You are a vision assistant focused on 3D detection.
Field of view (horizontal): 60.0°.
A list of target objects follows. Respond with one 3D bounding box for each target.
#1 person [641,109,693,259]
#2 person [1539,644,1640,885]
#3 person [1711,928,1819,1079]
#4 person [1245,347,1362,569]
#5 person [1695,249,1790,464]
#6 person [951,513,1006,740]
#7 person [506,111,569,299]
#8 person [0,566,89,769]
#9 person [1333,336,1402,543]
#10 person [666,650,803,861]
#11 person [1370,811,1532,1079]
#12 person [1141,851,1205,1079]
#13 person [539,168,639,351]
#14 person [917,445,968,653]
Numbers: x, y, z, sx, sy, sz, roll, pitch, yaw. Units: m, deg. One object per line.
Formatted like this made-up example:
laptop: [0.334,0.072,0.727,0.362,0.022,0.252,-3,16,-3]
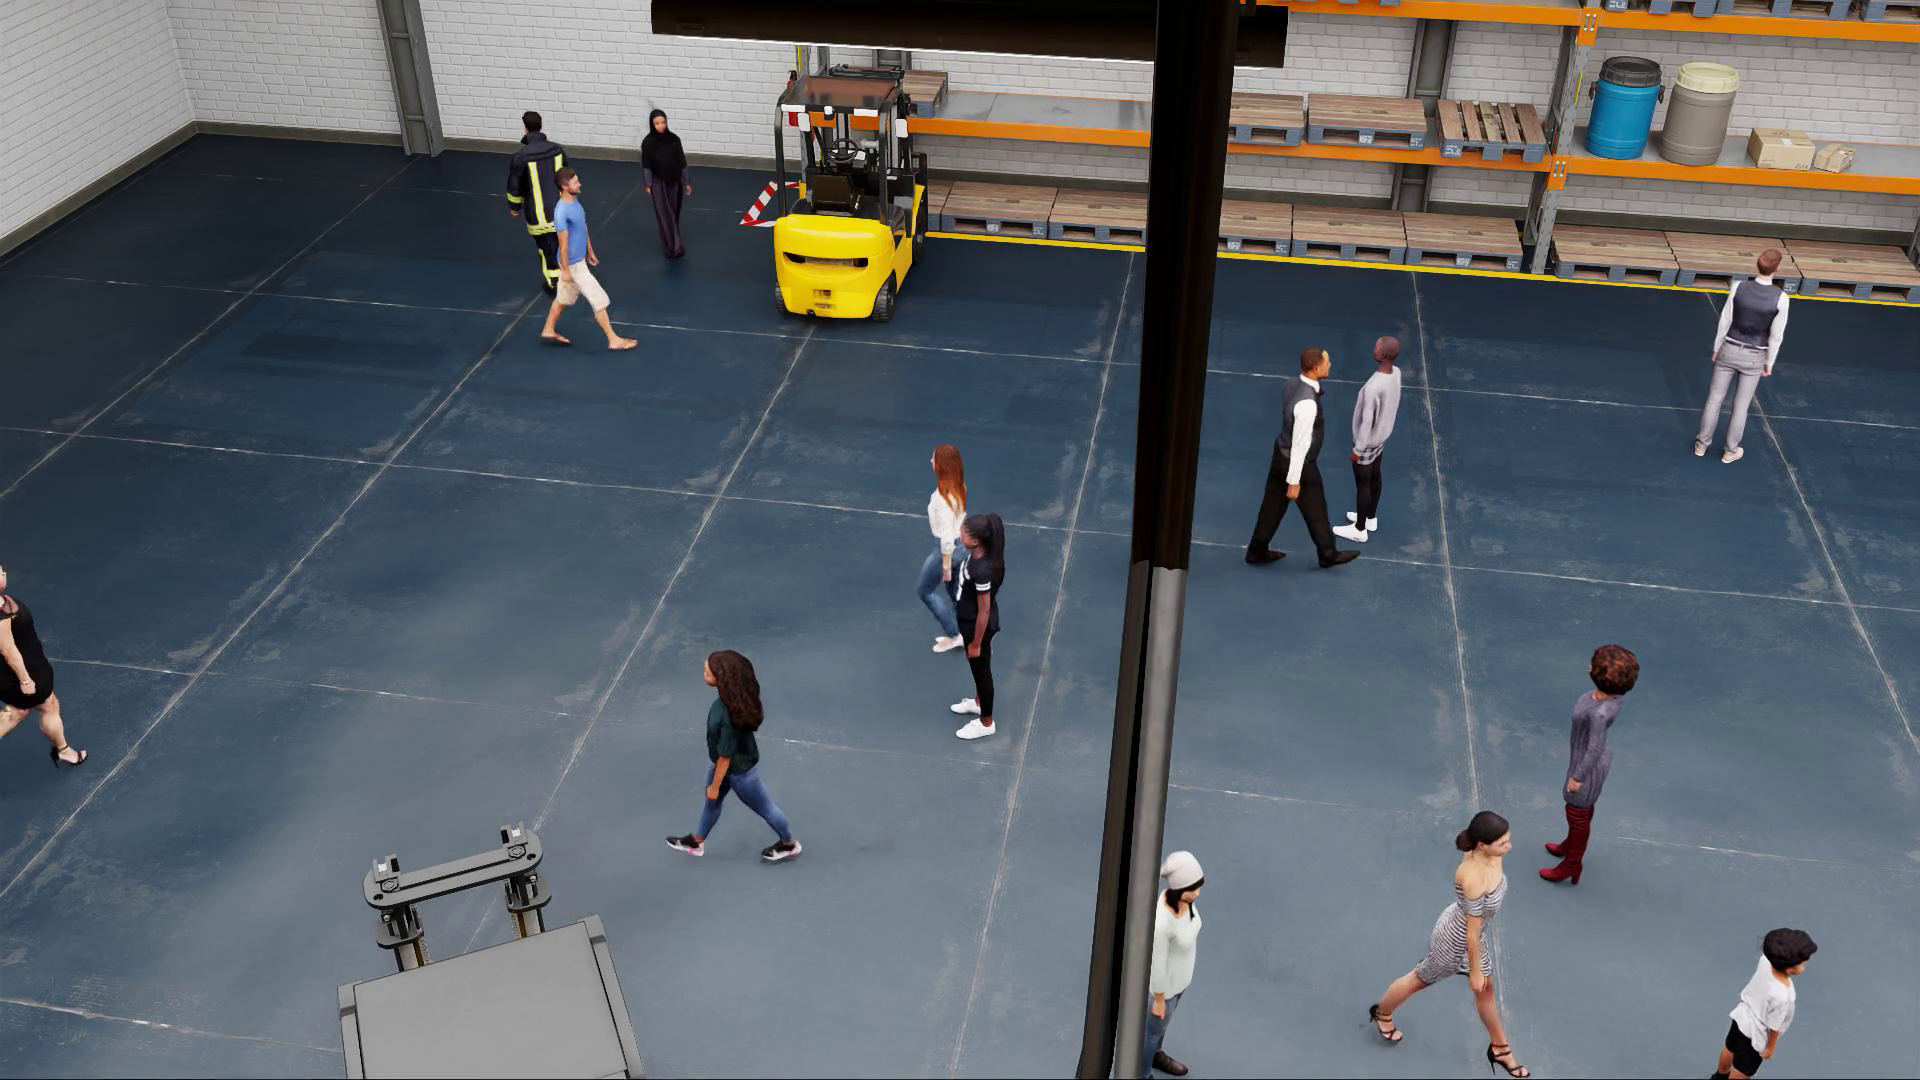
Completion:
person: [-3.177,-3.879,17.879,1.089,1.605,1.096,-18,38,-25]
person: [3.752,1.341,9.931,0.618,1.710,0.642,17,37,24]
person: [4.133,2.484,8.619,0.510,1.257,0.498,2,34,3]
person: [2.474,-0.590,12.678,1.185,1.885,0.903,-2,34,-3]
person: [6.640,-1.574,14.110,0.668,1.939,0.806,23,40,30]
person: [0.121,0.553,11.086,0.646,1.743,0.666,-2,34,-4]
person: [-4.149,-3.351,16.813,0.935,1.905,0.919,28,43,35]
person: [-6.125,0.868,10.652,0.988,1.698,0.969,-29,43,-36]
person: [3.255,-0.803,13.100,0.685,1.772,0.696,22,40,30]
person: [-1.255,1.361,10.024,1.128,1.573,0.785,-3,34,-5]
person: [2.513,2.096,8.738,1.189,1.773,0.904,20,38,27]
person: [1.076,2.244,8.624,0.583,1.652,0.622,16,37,22]
person: [-3.759,-2.641,15.822,1.251,1.820,0.777,1,34,1]
person: [0.003,0.089,11.808,0.616,1.717,0.615,10,35,15]
